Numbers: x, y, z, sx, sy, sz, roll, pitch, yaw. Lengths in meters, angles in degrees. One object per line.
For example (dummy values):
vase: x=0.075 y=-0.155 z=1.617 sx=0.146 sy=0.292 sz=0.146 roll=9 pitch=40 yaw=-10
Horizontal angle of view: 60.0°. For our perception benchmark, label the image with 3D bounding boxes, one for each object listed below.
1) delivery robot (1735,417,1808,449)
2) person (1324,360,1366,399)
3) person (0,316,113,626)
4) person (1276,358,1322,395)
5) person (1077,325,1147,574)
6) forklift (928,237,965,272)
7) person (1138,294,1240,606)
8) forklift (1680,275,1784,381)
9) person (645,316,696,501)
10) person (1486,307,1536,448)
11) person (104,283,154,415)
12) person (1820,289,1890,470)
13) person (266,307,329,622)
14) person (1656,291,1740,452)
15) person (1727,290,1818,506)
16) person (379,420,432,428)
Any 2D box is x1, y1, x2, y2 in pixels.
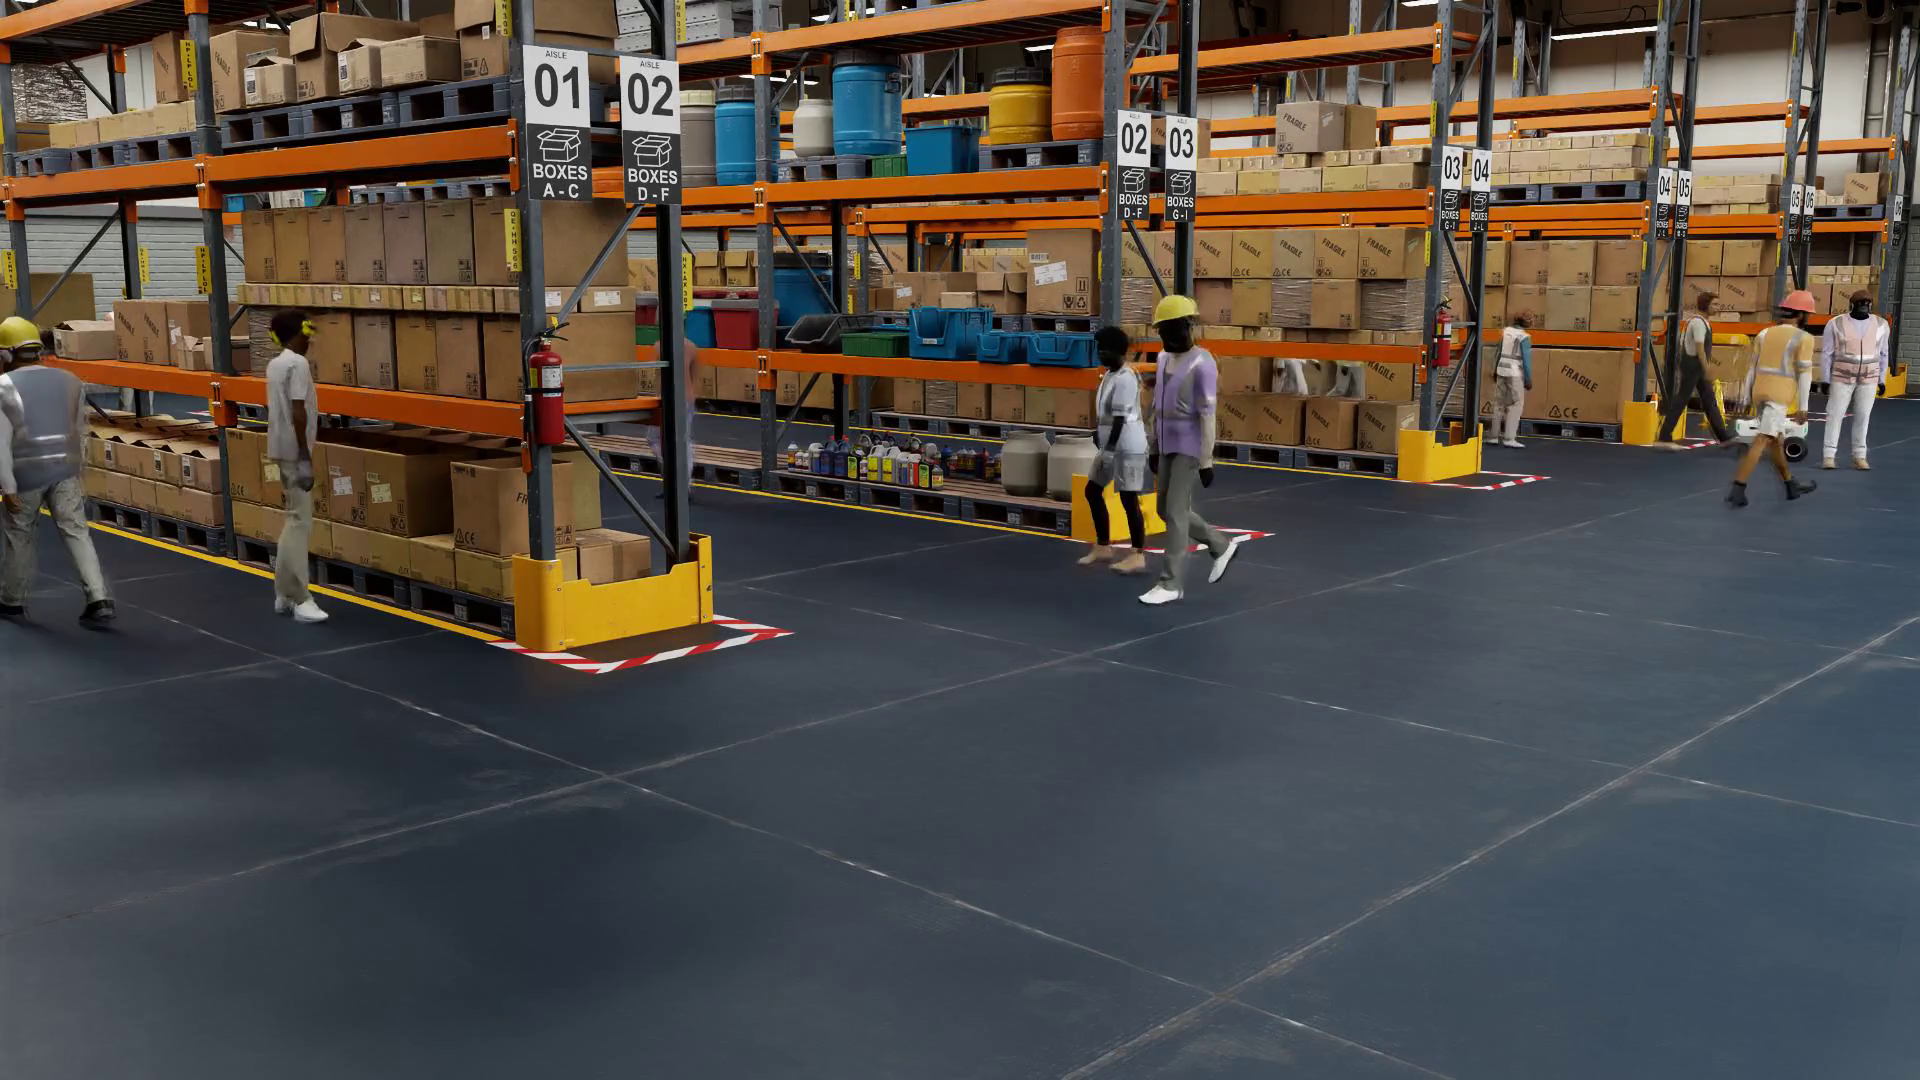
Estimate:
delivery robot: x=8.816 y=-1.191 z=18.073 sx=0.707 sy=0.478 sz=0.477 roll=4 pitch=10 yaw=26
person: x=4.921 y=-2.302 z=21.225 sx=0.822 sy=1.809 sz=0.595 roll=7 pitch=12 yaw=38
person: x=-5.276 y=-0.390 z=9.583 sx=0.958 sy=1.788 sz=0.594 roll=7 pitch=11 yaw=35
person: x=4.186 y=-2.229 z=20.692 sx=0.981 sy=1.839 sz=0.594 roll=7 pitch=12 yaw=38
person: x=1.011 y=-0.601 z=11.189 sx=0.551 sy=1.668 sz=0.537 roll=-2 pitch=10 yaw=-13
forklift: x=-0.326 y=-5.817 z=39.609 sx=1.129 sy=2.768 sz=1.873 roll=9 pitch=13 yaw=43
person: x=1.412 y=-0.576 z=10.346 sx=0.752 sy=1.895 sz=0.608 roll=-4 pitch=10 yaw=-23
forklift: x=12.480 y=-3.427 z=27.053 sx=1.214 sy=2.155 sz=2.313 roll=9 pitch=13 yaw=43
person: x=-2.547 y=-1.213 z=14.684 sx=0.426 sy=1.749 sz=0.560 roll=6 pitch=11 yaw=34
person: x=6.369 y=-1.888 z=19.262 sx=0.326 sy=1.611 sz=0.645 roll=-3 pitch=10 yaw=-17
person: x=-9.074 y=-1.888 z=18.339 sx=0.392 sy=1.916 sz=0.587 roll=9 pitch=13 yaw=43
person: x=9.173 y=-1.643 z=17.074 sx=0.633 sy=1.840 sz=0.429 roll=2 pitch=10 yaw=14
person: x=-3.891 y=-0.449 z=9.807 sx=0.335 sy=1.831 sz=0.656 roll=-7 pitch=11 yaw=-35
person: x=8.326 y=-1.870 z=18.599 sx=0.967 sy=1.793 sz=0.536 roll=6 pitch=11 yaw=34
person: x=7.135 y=-1.238 z=14.511 sx=1.066 sy=1.864 sz=0.551 roll=-4 pitch=10 yaw=-21
person: x=-4.422 y=-0.903 z=13.206 sx=0.535 sy=1.606 sz=0.677 roll=-9 pitch=13 yaw=-44
